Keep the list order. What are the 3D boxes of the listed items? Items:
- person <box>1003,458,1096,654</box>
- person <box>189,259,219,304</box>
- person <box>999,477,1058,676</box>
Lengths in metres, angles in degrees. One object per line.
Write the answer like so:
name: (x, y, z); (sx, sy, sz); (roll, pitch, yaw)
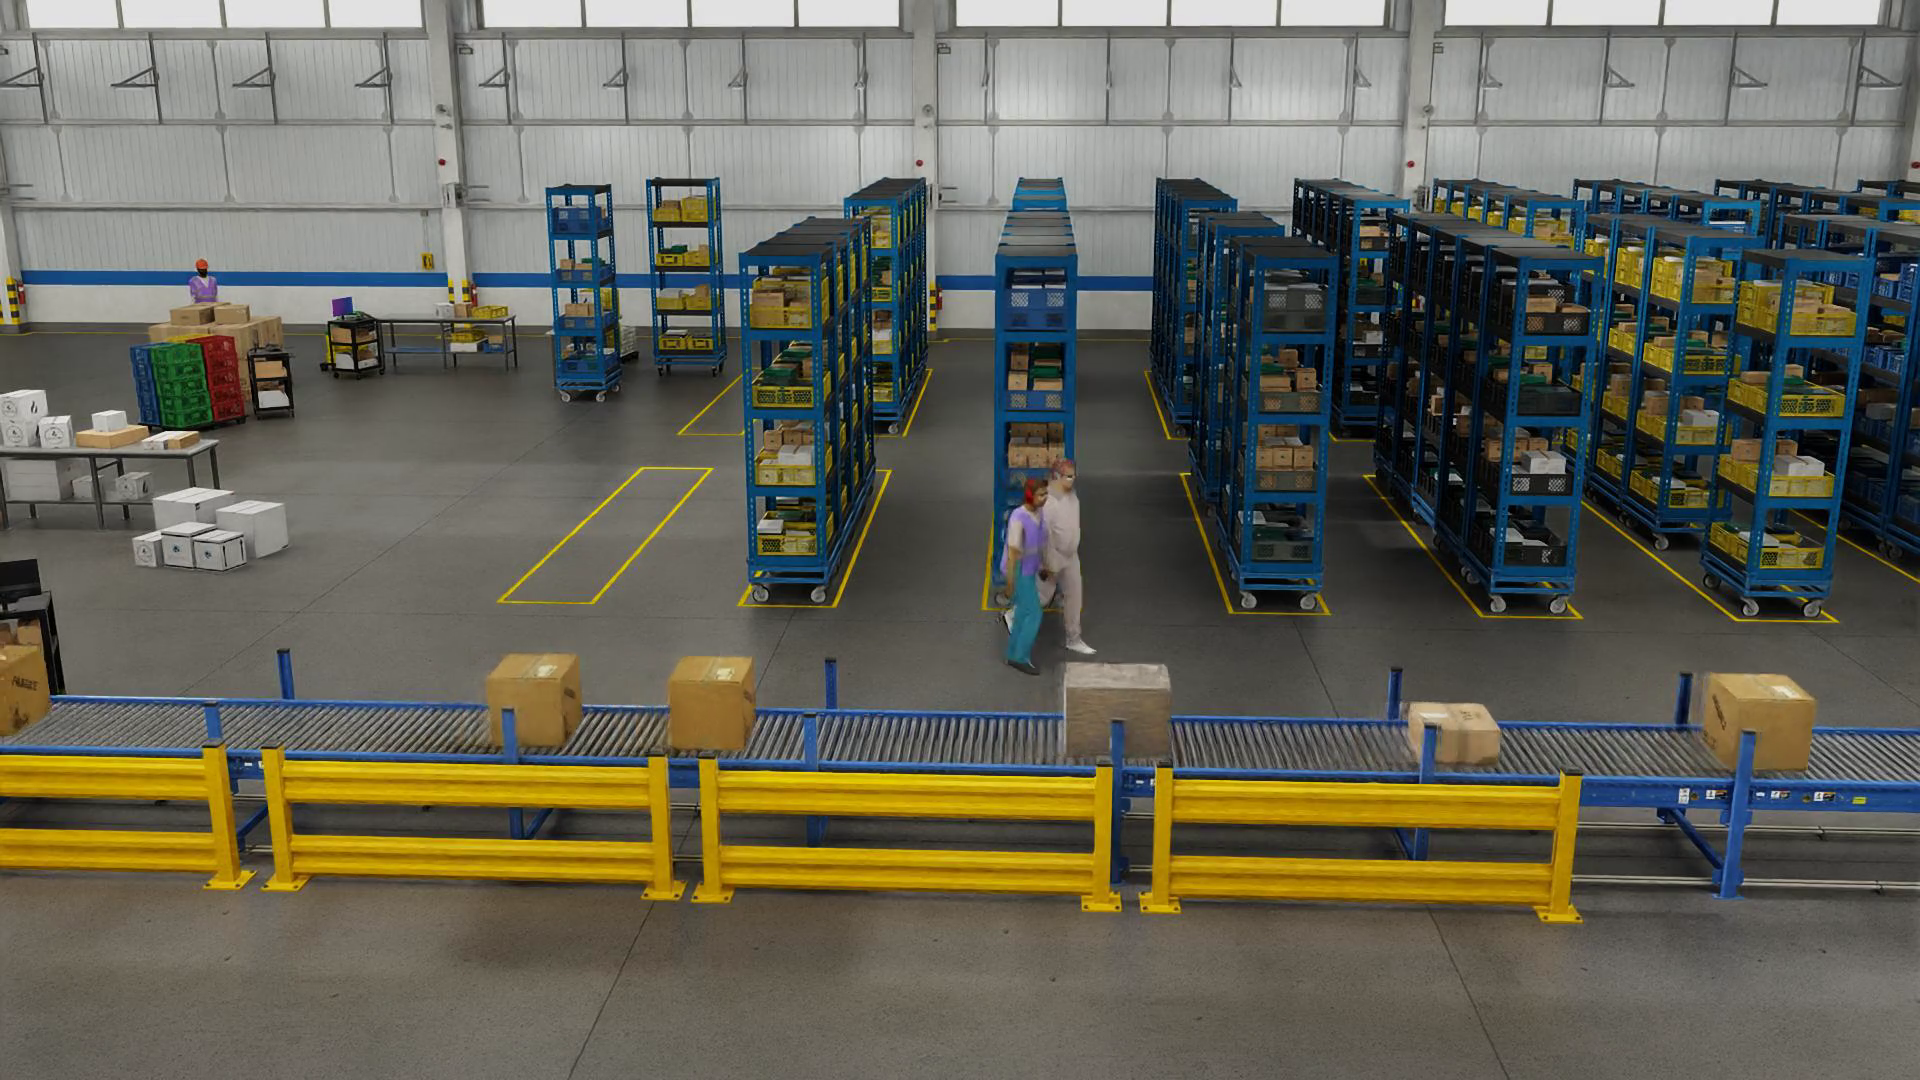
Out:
person: (0.839, 0.127, 15.542); (0.874, 1.872, 0.662); (10, 18, 34)
person: (-14.891, -4.583, 32.878); (0.360, 1.938, 0.546); (13, 20, 39)
person: (0.630, 0.317, 14.914); (0.543, 1.822, 0.602); (5, 16, 18)
